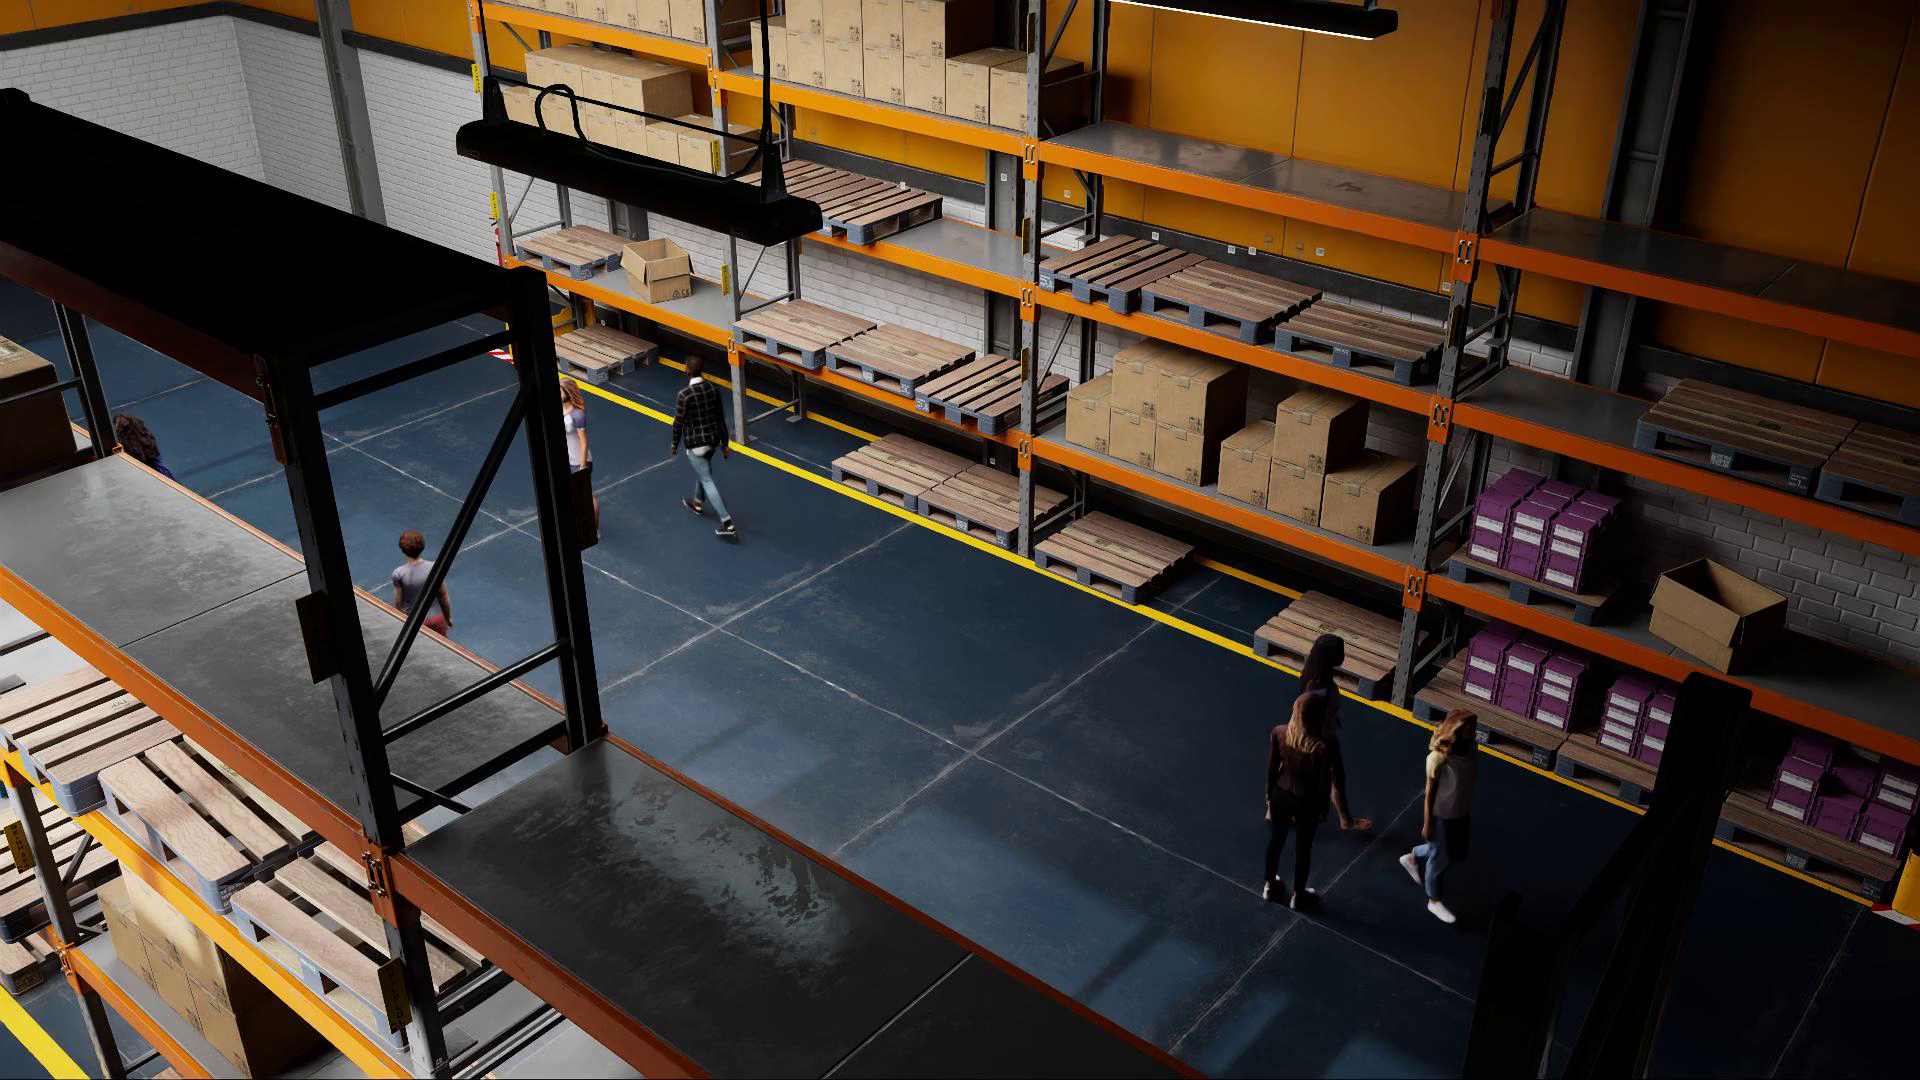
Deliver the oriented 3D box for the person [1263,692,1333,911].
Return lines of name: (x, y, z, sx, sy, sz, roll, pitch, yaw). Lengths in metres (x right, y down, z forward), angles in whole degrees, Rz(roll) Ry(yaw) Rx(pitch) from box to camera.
person: (2.312, 1.795, 11.470, 0.465, 1.702, 0.682, 18, 34, 30)

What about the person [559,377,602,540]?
person: (-3.725, -0.789, 16.177, 0.688, 1.731, 0.535, -22, 35, -34)

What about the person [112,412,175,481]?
person: (-7.616, -0.414, 15.636, 0.700, 1.590, 1.009, -25, 37, -38)

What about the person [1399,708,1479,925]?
person: (3.255, 1.837, 11.382, 0.760, 1.712, 0.882, -17, 33, -29)

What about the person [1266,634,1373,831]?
person: (2.539, 1.420, 12.189, 1.071, 1.671, 0.982, 0, 29, -1)

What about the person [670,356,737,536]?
person: (-2.468, -0.881, 16.299, 1.214, 1.774, 0.701, 25, 38, 38)

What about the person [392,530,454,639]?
person: (-4.369, 0.683, 13.565, 0.657, 1.648, 0.653, -13, 31, -22)
